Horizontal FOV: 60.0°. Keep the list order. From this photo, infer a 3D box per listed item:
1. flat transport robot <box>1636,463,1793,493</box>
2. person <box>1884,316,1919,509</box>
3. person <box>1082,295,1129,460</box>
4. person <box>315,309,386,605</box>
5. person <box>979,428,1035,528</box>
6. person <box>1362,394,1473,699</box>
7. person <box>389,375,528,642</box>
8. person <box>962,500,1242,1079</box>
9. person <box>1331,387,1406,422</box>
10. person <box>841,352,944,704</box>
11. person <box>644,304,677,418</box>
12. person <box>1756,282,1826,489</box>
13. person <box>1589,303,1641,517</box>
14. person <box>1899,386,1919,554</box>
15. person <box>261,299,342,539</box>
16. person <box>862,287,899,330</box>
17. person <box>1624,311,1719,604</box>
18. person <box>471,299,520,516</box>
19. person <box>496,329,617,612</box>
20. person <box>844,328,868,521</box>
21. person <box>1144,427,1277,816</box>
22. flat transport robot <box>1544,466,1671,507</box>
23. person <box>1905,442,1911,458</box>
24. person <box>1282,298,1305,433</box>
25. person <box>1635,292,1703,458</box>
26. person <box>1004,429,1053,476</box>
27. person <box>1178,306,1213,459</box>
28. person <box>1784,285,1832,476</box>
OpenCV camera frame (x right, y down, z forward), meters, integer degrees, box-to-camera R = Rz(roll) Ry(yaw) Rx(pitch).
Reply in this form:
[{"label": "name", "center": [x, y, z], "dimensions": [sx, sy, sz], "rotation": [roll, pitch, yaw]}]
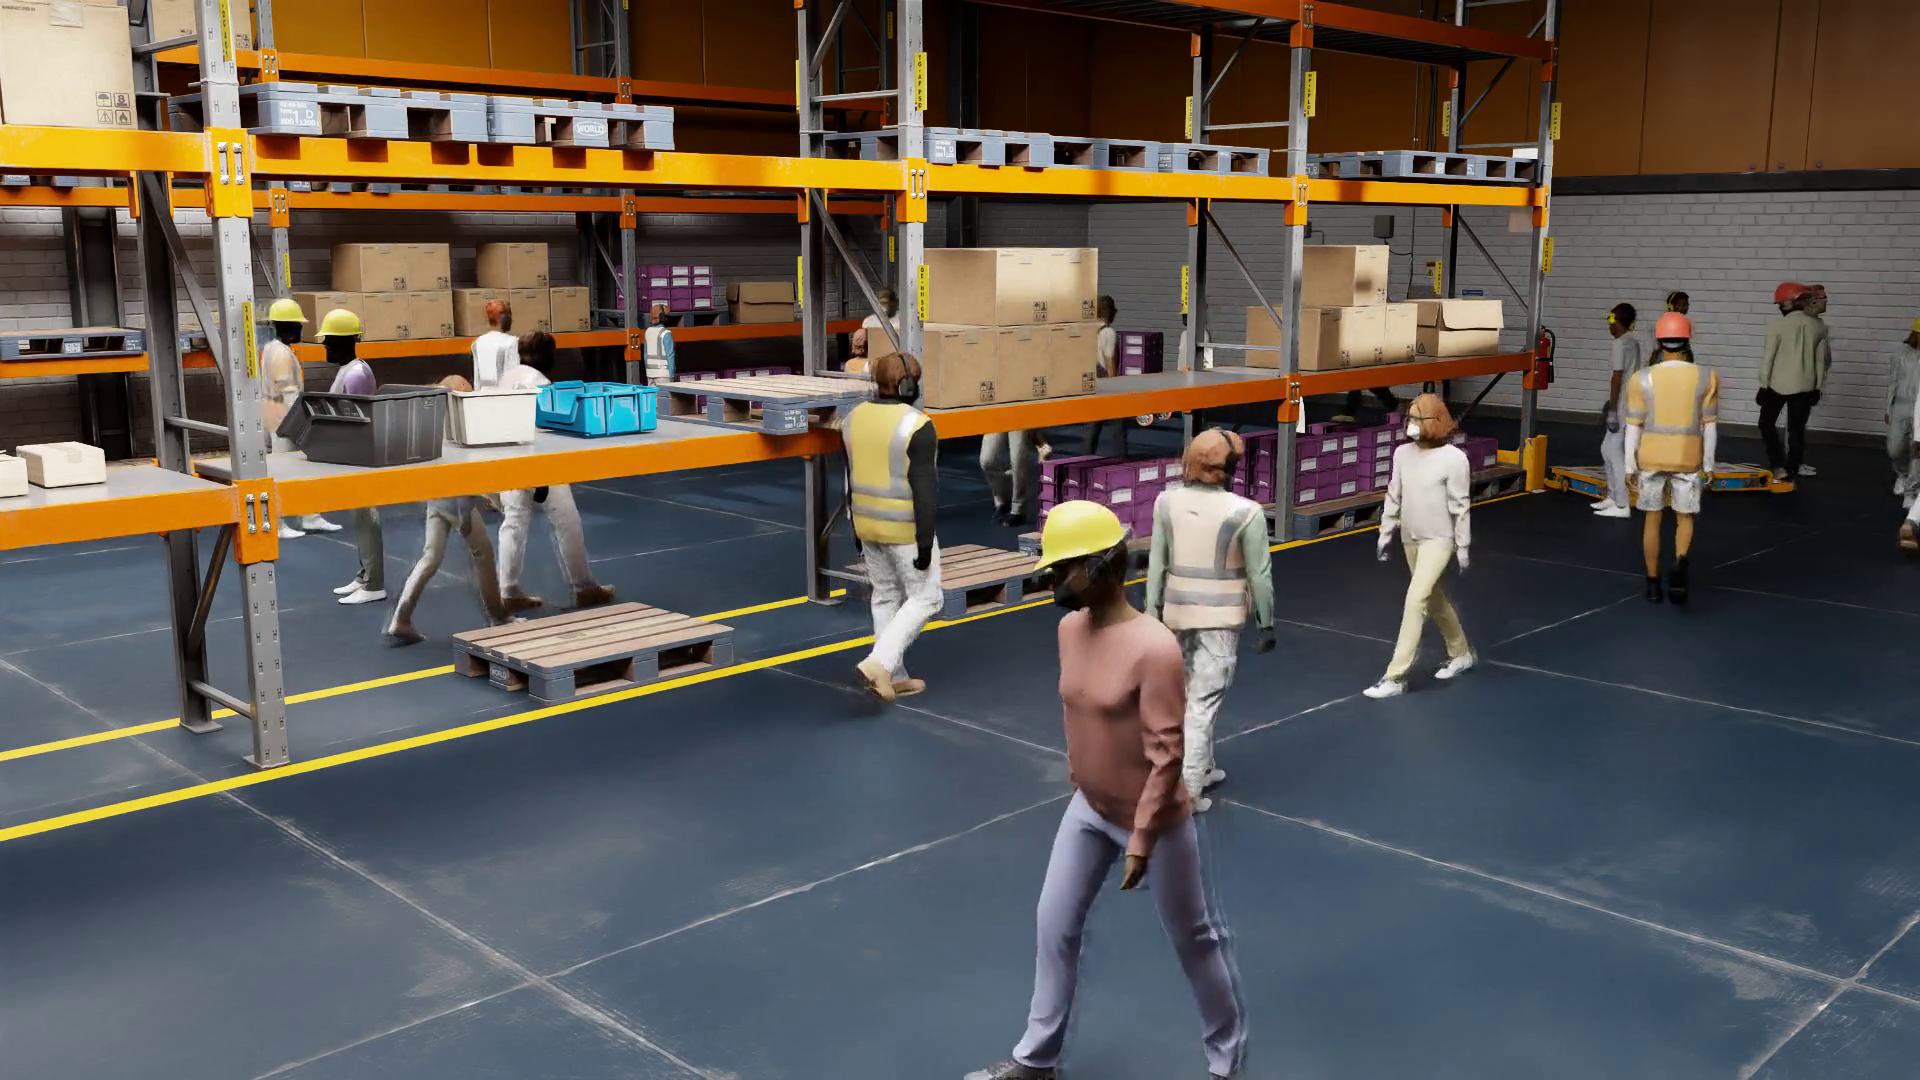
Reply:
[{"label": "flat transport robot", "center": [6.977, -0.579, 15.633], "dimensions": [1.431, 0.197, 0.652], "rotation": [-2, 11, -9]}, {"label": "person", "center": [8.520, -1.158, 14.809], "dimensions": [0.489, 1.720, 0.544], "rotation": [8, 13, 38]}, {"label": "person", "center": [1.429, -1.472, 16.273], "dimensions": [0.623, 1.820, 0.520], "rotation": [-6, 12, -31]}, {"label": "person", "center": [-3.984, -0.543, 10.916], "dimensions": [0.368, 1.928, 0.585], "rotation": [-4, 11, -23]}, {"label": "person", "center": [0.405, -0.999, 13.714], "dimensions": [0.600, 1.810, 0.431], "rotation": [6, 12, 31]}, {"label": "person", "center": [2.483, 0.010, 8.820], "dimensions": [0.860, 1.591, 0.520], "rotation": [-6, 12, -28]}, {"label": "person", "center": [-3.062, -0.190, 9.927], "dimensions": [0.506, 1.588, 0.858], "rotation": [8, 13, 39]}, {"label": "person", "center": [0.463, 0.744, 4.503], "dimensions": [0.714, 1.715, 0.565], "rotation": [-7, 12, -34]}, {"label": "person", "center": [5.264, -2.491, 21.228], "dimensions": [0.903, 2.000, 0.680], "rotation": [4, 11, 22]}, {"label": "person", "center": [-0.357, -0.040, 8.460], "dimensions": [0.631, 1.830, 0.528], "rotation": [9, 14, 41]}, {"label": "person", "center": [-3.358, -1.823, 18.684], "dimensions": [0.310, 1.638, 0.523], "rotation": [-10, 14, -43]}, {"label": "person", "center": [7.892, -1.460, 15.815], "dimensions": [0.678, 1.961, 0.457], "rotation": [0, 10, -2]}, {"label": "person", "center": [5.688, -1.124, 14.354], "dimensions": [0.391, 1.839, 0.554], "rotation": [6, 12, 31]}, {"label": "person", "center": [7.272, -0.748, 12.198], "dimensions": [0.547, 1.873, 0.586], "rotation": [-6, 12, -28]}, {"label": "person", "center": [-5.233, -0.950, 13.188], "dimensions": [0.732, 1.897, 0.604], "rotation": [-4, 11, -20]}, {"label": "person", "center": [-0.693, -1.780, 17.835], "dimensions": [0.643, 1.887, 0.928], "rotation": [4, 11, 21]}, {"label": "person", "center": [4.582, -0.508, 10.741], "dimensions": [0.576, 1.923, 0.588], "rotation": [4, 11, 19]}, {"label": "person", "center": [-3.907, -1.106, 14.130], "dimensions": [0.595, 1.872, 0.519], "rotation": [7, 13, 35]}, {"label": "person", "center": [-2.646, -0.452, 10.754], "dimensions": [0.849, 1.805, 0.625], "rotation": [-9, 14, -42]}, {"label": "person", "center": [-0.800, -0.951, 13.920], "dimensions": [0.315, 1.641, 0.514], "rotation": [-8, 13, -37]}, {"label": "person", "center": [1.085, 0.332, 6.976], "dimensions": [0.535, 1.609, 0.690], "rotation": [8, 13, 38]}, {"label": "flat transport robot", "center": [5.997, -0.503, 15.216], "dimensions": [0.652, 0.197, 1.431], "rotation": [-2, 11, -9]}, {"label": "person", "center": [9.992, -1.489, 16.743], "dimensions": [0.682, 1.677, 0.540], "rotation": [7, 12, 32]}, {"label": "person", "center": [3.870, -2.041, 19.281], "dimensions": [0.323, 1.862, 0.511], "rotation": [3, 11, 14]}, {"label": "person", "center": [7.605, -1.717, 17.655], "dimensions": [0.535, 1.812, 1.007], "rotation": [-7, 12, -33]}, {"label": "person", "center": [0.710, -1.504, 16.852], "dimensions": [0.754, 1.675, 0.544], "rotation": [-9, 13, -39]}, {"label": "person", "center": [2.375, -1.589, 17.059], "dimensions": [0.315, 1.767, 0.535], "rotation": [-5, 11, -25]}, {"label": "person", "center": [8.557, -1.614, 16.800], "dimensions": [0.408, 1.913, 0.644], "rotation": [5, 12, 27]}]
